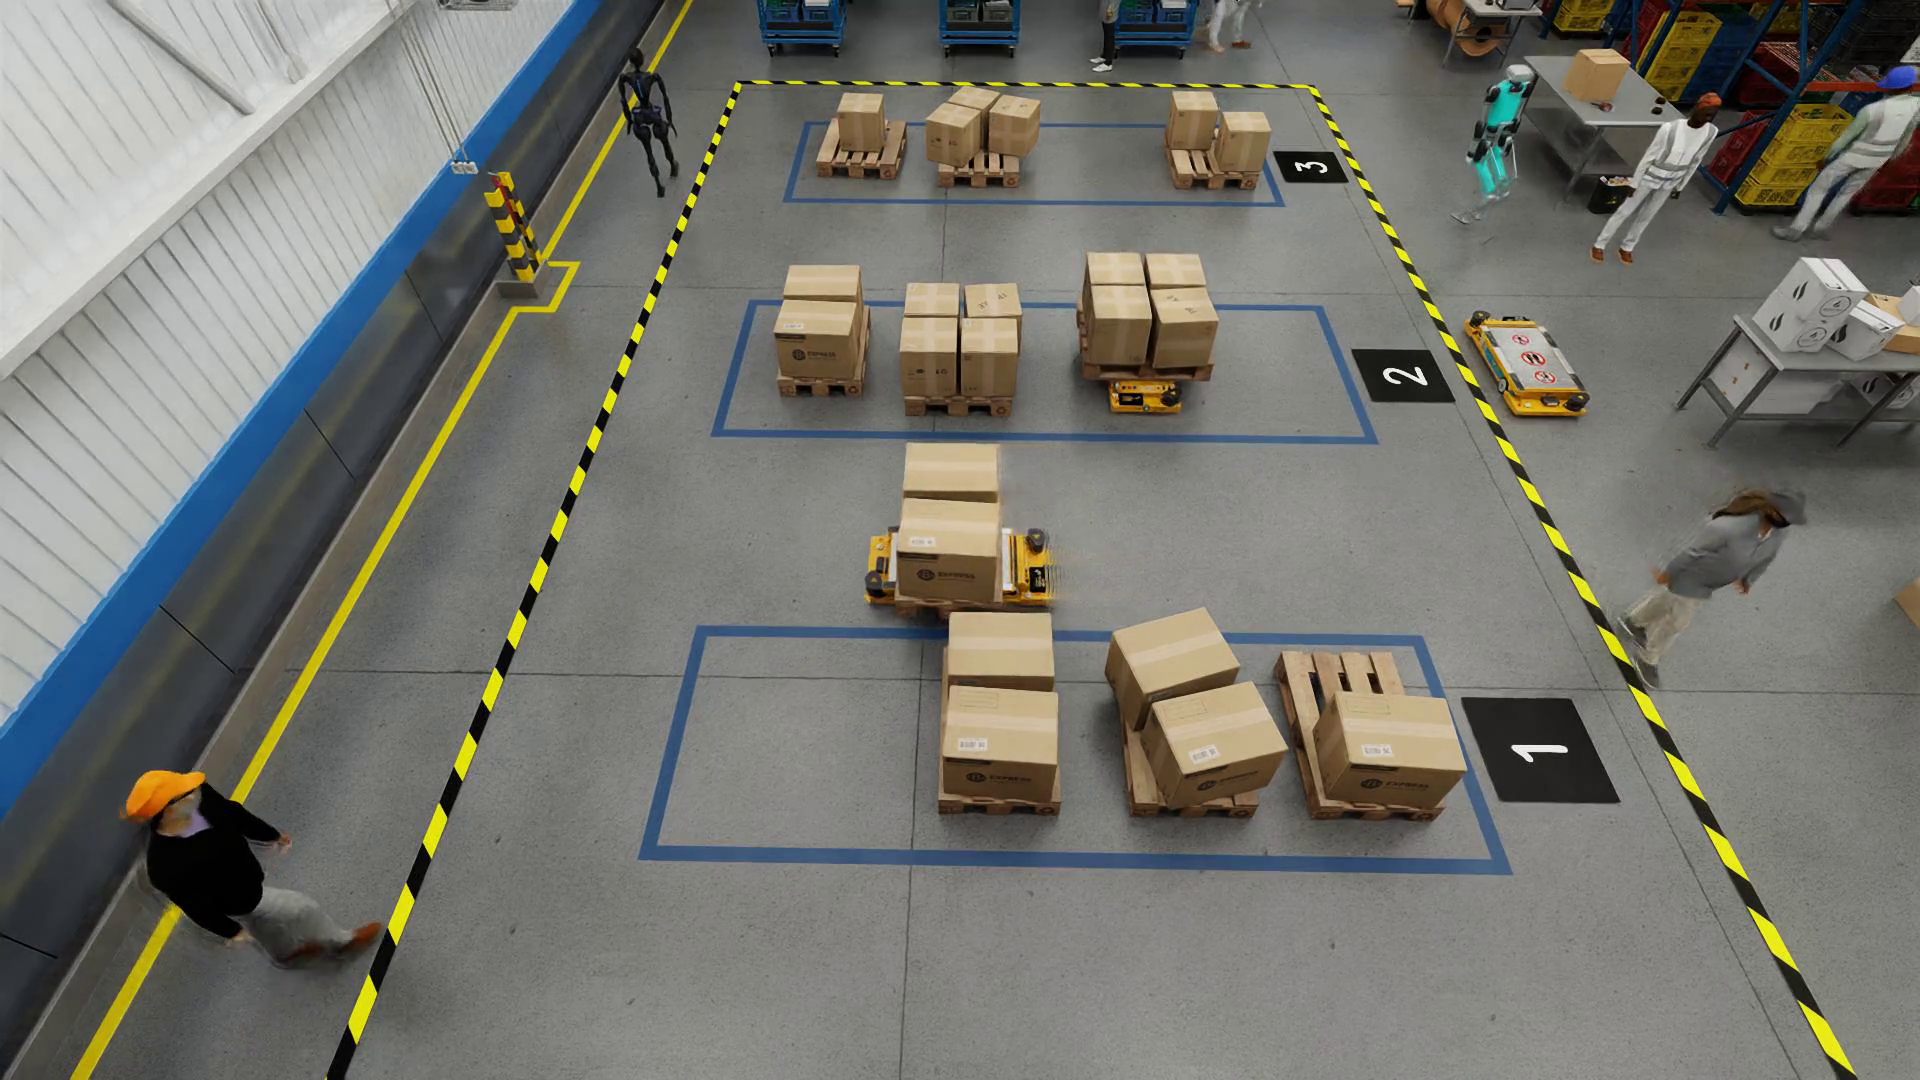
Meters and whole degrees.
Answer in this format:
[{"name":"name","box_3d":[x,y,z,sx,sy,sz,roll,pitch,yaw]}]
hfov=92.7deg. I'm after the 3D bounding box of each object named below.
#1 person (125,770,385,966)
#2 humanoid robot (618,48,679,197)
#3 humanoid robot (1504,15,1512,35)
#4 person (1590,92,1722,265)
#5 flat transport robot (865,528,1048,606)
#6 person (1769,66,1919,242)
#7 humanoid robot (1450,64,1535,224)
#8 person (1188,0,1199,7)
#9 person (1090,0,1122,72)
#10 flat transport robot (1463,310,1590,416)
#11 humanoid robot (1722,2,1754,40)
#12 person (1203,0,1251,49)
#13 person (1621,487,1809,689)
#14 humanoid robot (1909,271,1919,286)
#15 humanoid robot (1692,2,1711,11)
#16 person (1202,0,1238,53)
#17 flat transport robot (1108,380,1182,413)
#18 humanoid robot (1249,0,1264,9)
[{"name":"person","box_3d":[-3.819,1.803,4.932,0.701,1.840,0.616,-21,52,-17]},{"name":"humanoid robot","box_3d":[-3.729,-5.043,10.982,0.589,1.634,0.717,-7,49,-6]},{"name":"humanoid robot","box_3d":[8.649,-8.818,14.239,0.608,1.640,0.590,8,50,7]},{"name":"person","box_3d":[7.447,-3.816,9.777,0.572,1.876,0.356,6,49,5]},{"name":"flat transport robot","box_3d":[-0.024,0.198,7.343,1.431,0.197,0.652,1,49,1]},{"name":"person","box_3d":[9.898,-4.190,10.088,0.707,1.898,0.382,8,50,7]},{"name":"humanoid robot","box_3d":[6.022,-4.308,10.202,0.533,1.677,0.735,-11,50,-10]},{"name":"person","box_3d":[3.812,-9.651,14.767,0.605,1.964,0.368,-26,54,-21]},{"name":"person","box_3d":[2.129,-7.766,13.208,0.385,1.850,0.599,0,49,0]},{"name":"flat transport robot","box_3d":[5.573,-1.757,9.054,0.659,0.231,1.431,1,49,1]},{"name":"humanoid robot","box_3d":[11.328,-7.671,13.273,0.537,1.654,0.599,14,51,12]},{"name":"person","box_3d":[4.198,-8.497,13.807,0.748,1.908,0.691,10,50,9]},{"name":"person","box_3d":[5.186,0.324,6.267,0.595,1.738,0.748,-7,50,-6]},{"name":"humanoid robot","box_3d":[10.571,-3.352,9.397,0.536,1.692,0.742,4,49,4]},{"name":"humanoid robot","box_3d":[10.875,-7.992,13.524,0.588,1.632,0.601,-10,50,-9]},{"name":"person","box_3d":[3.942,-8.277,13.668,0.458,1.824,0.670,31,56,24]},{"name":"flat transport robot","box_3d":[1.773,-1.807,9.079,0.652,0.197,1.431,1,49,1]},{"name":"humanoid robot","box_3d":[5.043,-9.668,14.932,0.549,1.799,0.671,29,55,23]}]
